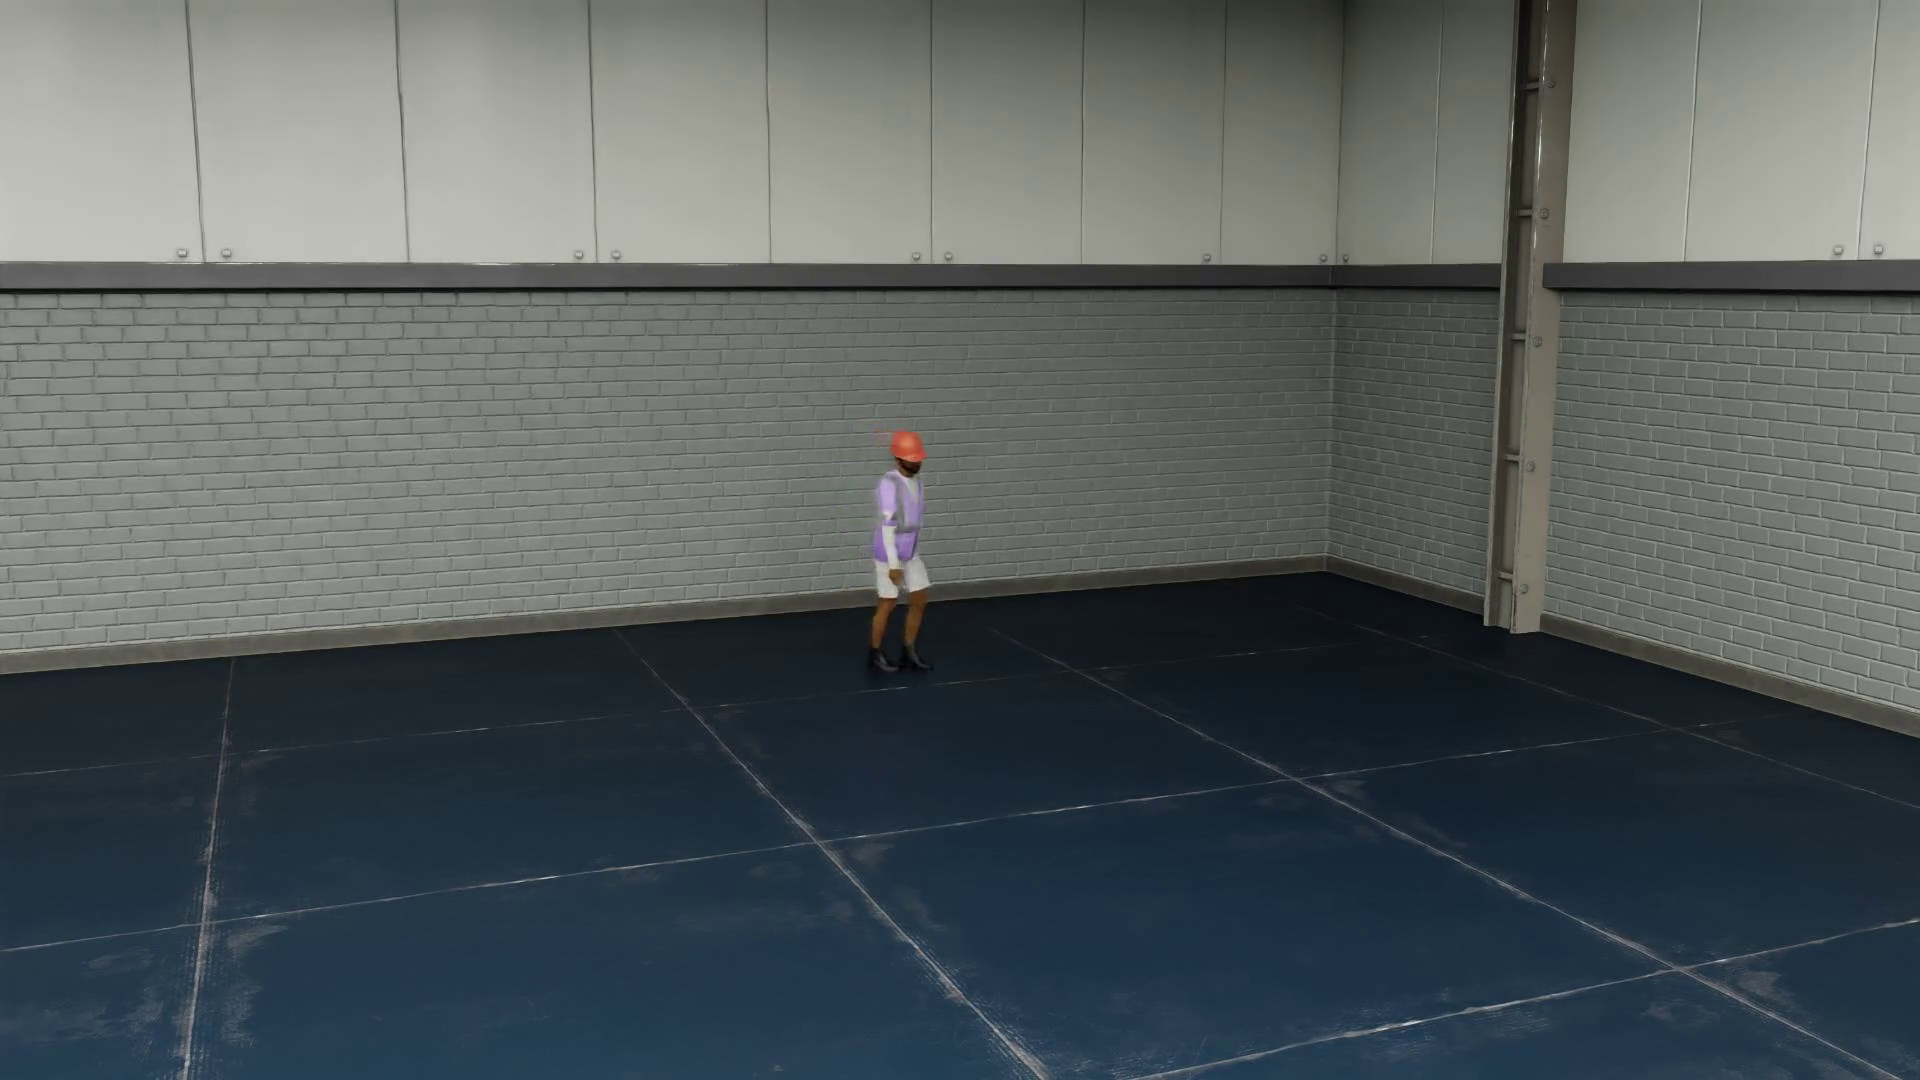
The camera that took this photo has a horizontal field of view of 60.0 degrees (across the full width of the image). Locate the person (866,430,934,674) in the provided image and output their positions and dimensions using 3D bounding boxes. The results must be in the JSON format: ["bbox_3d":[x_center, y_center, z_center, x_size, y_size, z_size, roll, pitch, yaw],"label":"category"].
[{"bbox_3d":[-0.473,0.102,12.528,0.649,1.888,0.558,6,11,32],"label":"person"}]
